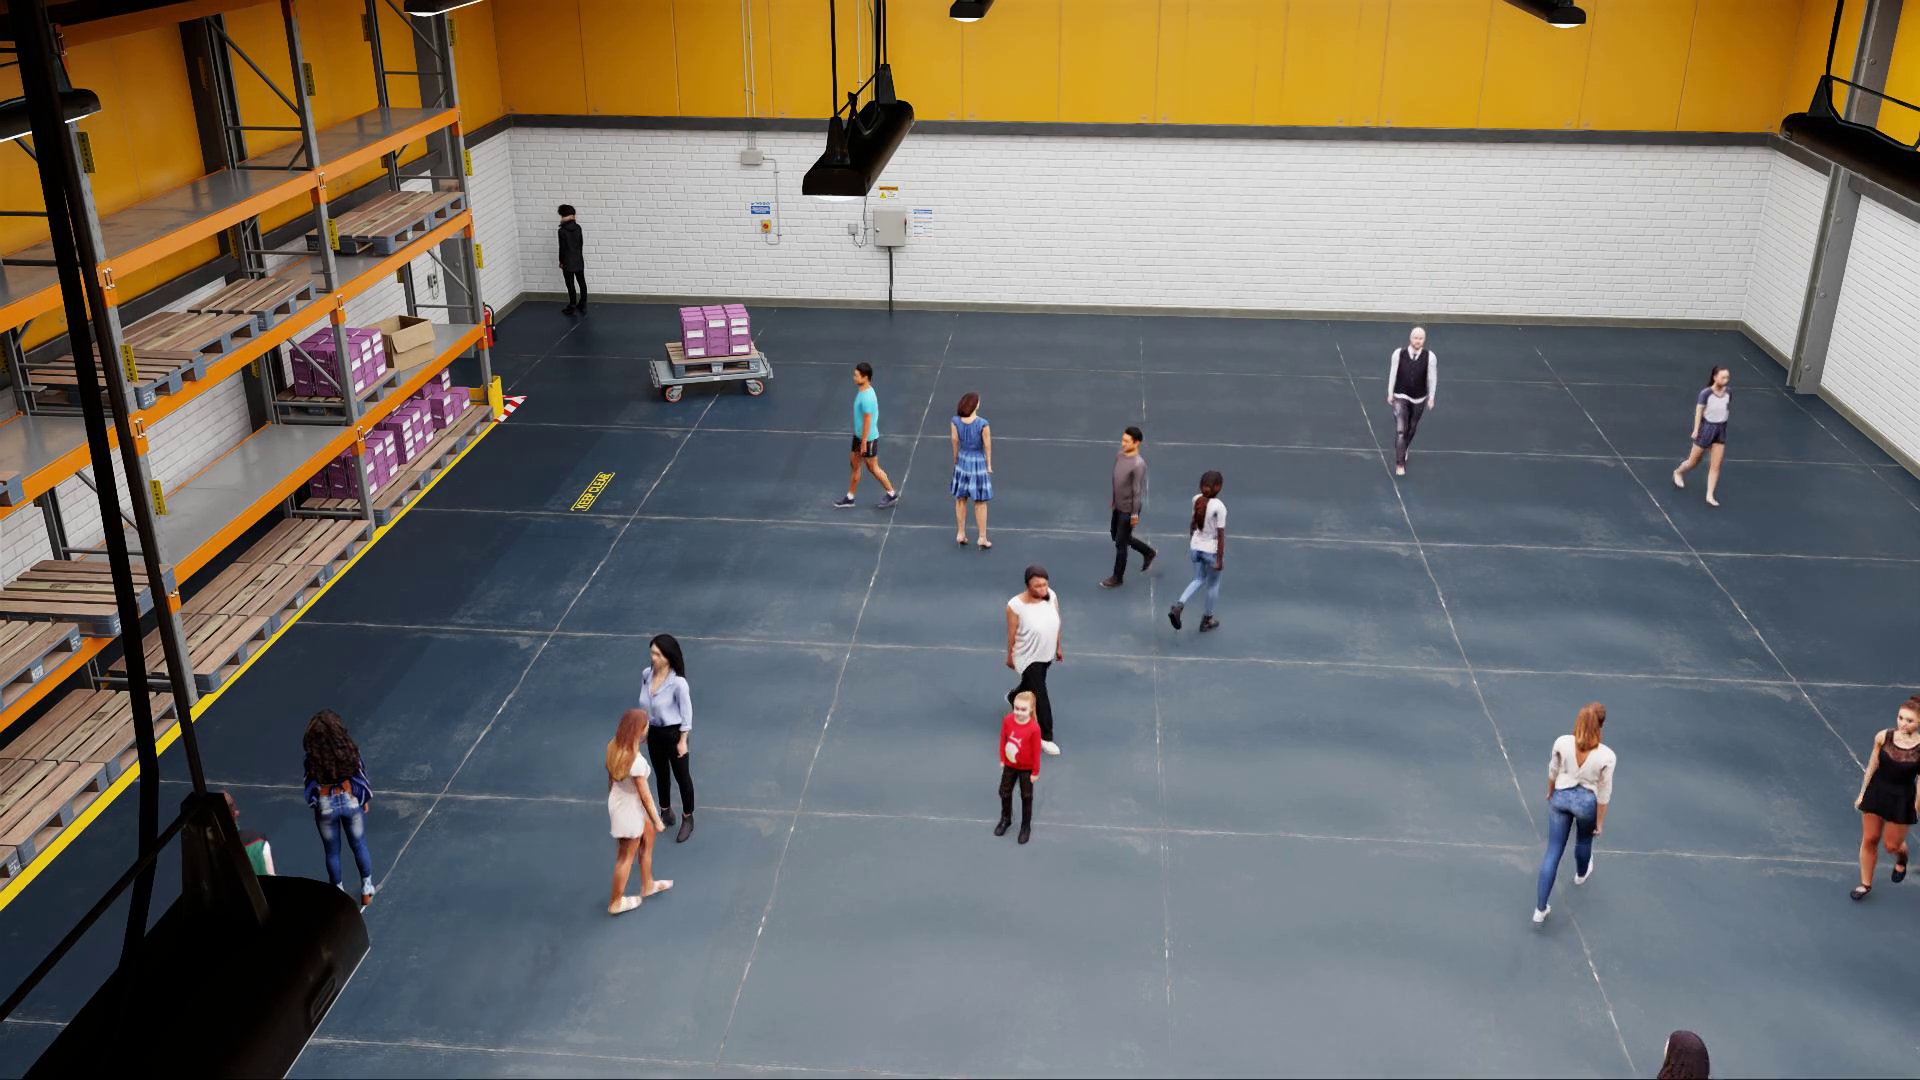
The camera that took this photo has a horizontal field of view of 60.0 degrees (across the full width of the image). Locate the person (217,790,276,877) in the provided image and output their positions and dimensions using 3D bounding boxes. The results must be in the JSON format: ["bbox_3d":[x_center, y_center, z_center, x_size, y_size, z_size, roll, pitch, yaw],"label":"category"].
[{"bbox_3d":[-4.654,2.442,10.790,0.739,1.840,0.771,-13,27,-27],"label":"person"}]

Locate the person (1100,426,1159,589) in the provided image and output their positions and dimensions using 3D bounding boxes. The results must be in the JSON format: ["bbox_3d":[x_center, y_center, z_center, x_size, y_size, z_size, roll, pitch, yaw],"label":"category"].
[{"bbox_3d":[1.795,-0.353,17.289,0.950,1.756,0.978,9,25,19],"label":"person"}]

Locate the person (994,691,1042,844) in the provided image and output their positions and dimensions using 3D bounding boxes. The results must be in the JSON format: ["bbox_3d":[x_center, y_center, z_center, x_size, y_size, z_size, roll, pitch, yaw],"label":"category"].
[{"bbox_3d":[0.475,1.753,13.066,0.578,1.281,0.591,11,26,24],"label":"person"}]

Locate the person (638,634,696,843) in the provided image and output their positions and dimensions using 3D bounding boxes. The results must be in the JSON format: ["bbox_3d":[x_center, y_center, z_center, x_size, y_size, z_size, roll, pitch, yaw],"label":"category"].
[{"bbox_3d":[-2.276,1.535,12.985,0.725,1.744,0.711,13,27,27],"label":"person"}]

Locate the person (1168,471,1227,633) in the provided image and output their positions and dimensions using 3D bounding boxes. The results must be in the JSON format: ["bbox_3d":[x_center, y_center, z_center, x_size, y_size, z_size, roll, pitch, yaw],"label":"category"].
[{"bbox_3d":[2.347,0.156,16.190,0.953,1.704,0.896,-18,29,-35],"label":"person"}]

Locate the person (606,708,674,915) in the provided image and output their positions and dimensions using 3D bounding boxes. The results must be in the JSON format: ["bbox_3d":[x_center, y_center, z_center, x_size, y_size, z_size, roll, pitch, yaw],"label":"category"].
[{"bbox_3d":[-2.471,2.006,12.011,0.883,1.662,0.839,-15,28,-31],"label":"person"}]

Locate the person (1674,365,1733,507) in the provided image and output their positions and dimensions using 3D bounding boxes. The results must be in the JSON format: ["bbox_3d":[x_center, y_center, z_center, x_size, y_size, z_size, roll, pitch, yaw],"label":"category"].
[{"bbox_3d":[8.753,-1.262,19.534,0.790,1.622,1.075,-4,24,-10],"label":"person"}]

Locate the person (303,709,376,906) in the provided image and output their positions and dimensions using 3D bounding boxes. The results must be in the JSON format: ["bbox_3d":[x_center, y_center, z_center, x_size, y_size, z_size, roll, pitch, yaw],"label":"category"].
[{"bbox_3d":[-4.545,1.958,12.167,0.691,1.625,0.701,-10,26,-22],"label":"person"}]

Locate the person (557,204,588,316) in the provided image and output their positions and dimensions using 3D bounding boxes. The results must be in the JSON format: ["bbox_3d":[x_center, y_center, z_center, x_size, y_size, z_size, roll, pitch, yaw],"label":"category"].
[{"bbox_3d":[-6.245,-4.525,26.807,0.795,1.776,0.713,18,30,36],"label":"person"}]

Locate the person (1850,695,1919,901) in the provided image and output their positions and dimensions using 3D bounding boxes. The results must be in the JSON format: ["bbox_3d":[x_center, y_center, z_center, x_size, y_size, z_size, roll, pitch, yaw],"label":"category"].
[{"bbox_3d":[6.910,1.888,12.278,0.866,1.664,0.811,-18,29,-35],"label":"person"}]

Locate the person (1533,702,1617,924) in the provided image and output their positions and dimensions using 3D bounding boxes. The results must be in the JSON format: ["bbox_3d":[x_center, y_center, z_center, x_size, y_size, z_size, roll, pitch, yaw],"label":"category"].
[{"bbox_3d":[4.406,1.999,12.020,1.002,1.667,1.243,15,28,31],"label":"person"}]

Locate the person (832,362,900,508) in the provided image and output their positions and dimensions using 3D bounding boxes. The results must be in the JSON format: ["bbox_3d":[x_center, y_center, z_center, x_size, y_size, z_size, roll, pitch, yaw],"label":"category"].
[{"bbox_3d":[-1.003,-1.183,19.195,0.897,1.749,1.030,-5,24,-11],"label":"person"}]

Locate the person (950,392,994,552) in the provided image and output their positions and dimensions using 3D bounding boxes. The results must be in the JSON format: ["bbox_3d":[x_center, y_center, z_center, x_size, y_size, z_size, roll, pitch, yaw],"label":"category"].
[{"bbox_3d":[0.134,-0.758,18.153,0.743,1.805,0.708,11,26,24],"label":"person"}]

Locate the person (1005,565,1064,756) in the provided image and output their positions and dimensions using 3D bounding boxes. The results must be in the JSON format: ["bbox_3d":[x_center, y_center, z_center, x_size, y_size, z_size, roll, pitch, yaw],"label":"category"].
[{"bbox_3d":[0.620,0.966,14.404,1.110,1.649,1.174,-18,30,-36],"label":"person"}]

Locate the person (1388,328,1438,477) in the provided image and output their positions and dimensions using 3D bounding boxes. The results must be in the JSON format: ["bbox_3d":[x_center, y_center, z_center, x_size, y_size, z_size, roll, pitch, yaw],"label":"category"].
[{"bbox_3d":[5.530,-1.728,20.419,0.814,1.769,1.275,5,24,11],"label":"person"}]
